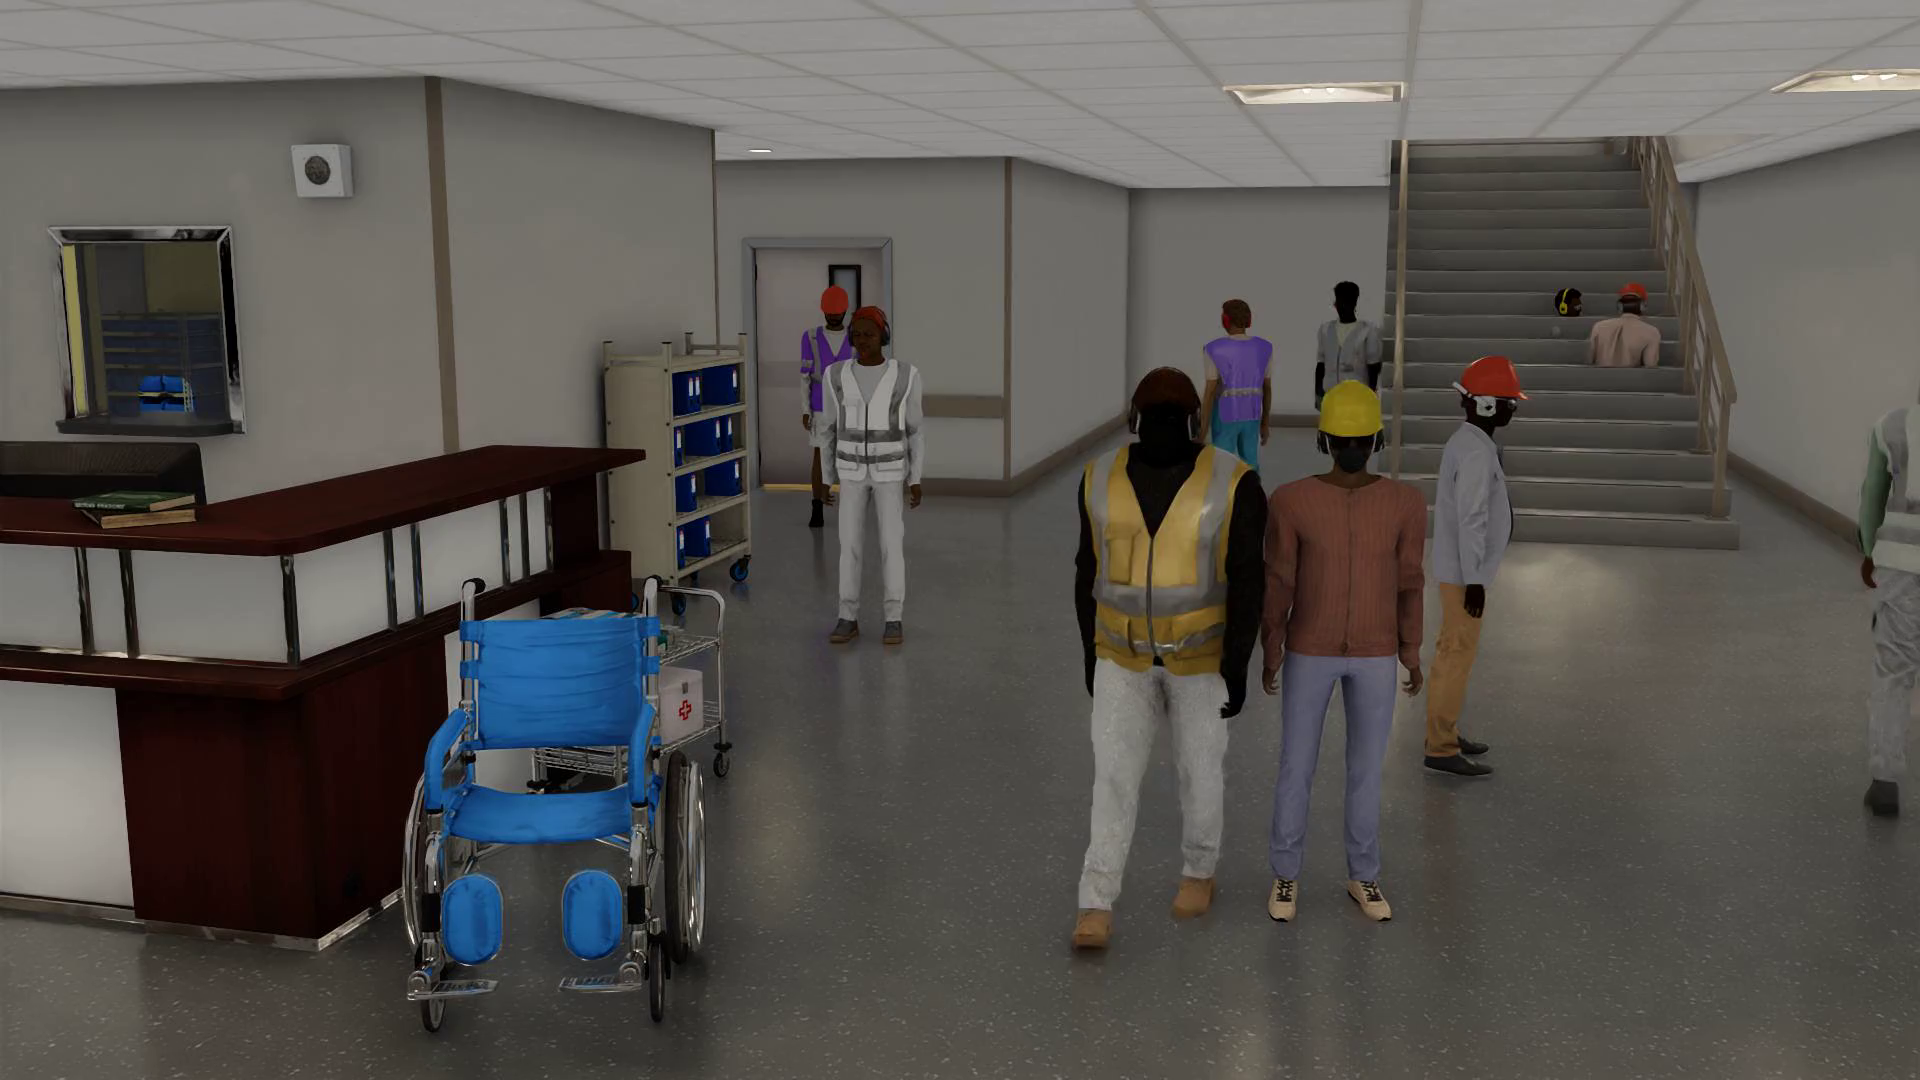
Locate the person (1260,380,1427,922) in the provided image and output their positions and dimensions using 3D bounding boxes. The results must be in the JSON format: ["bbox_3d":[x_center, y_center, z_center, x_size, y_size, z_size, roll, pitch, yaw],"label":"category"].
[{"bbox_3d":[1.233,0.368,5.360,0.534,1.767,0.320,0,10,0],"label":"person"}]

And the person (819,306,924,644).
[{"bbox_3d":[-0.493,-0.353,9.251,0.581,1.882,0.339,1,10,8],"label":"person"}]

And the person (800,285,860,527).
[{"bbox_3d":[-0.997,-1.061,13.291,0.542,1.927,0.374,-1,10,-8],"label":"person"}]

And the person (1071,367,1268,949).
[{"bbox_3d":[0.640,0.367,5.260,0.631,1.837,0.619,3,10,20],"label":"person"}]

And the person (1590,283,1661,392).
[{"bbox_3d":[5.754,-1.254,14.461,0.947,1.916,0.632,-9,13,-42],"label":"person"}]

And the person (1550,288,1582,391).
[{"bbox_3d":[5.495,-1.350,15.166,0.328,1.872,0.514,5,11,28],"label":"person"}]

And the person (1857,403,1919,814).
[{"bbox_3d":[3.875,0.097,6.576,0.634,1.878,1.000,8,13,41],"label":"person"}]

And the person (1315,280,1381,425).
[{"bbox_3d":[3.482,-1.349,14.921,0.617,1.945,0.669,8,12,38],"label":"person"}]

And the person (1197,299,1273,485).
[{"bbox_3d":[2.073,-0.869,12.424,0.617,1.838,0.384,-3,10,-19],"label":"person"}]

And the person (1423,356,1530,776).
[{"bbox_3d":[2.161,0.106,6.965,0.356,1.744,0.565,2,10,14],"label":"person"}]
